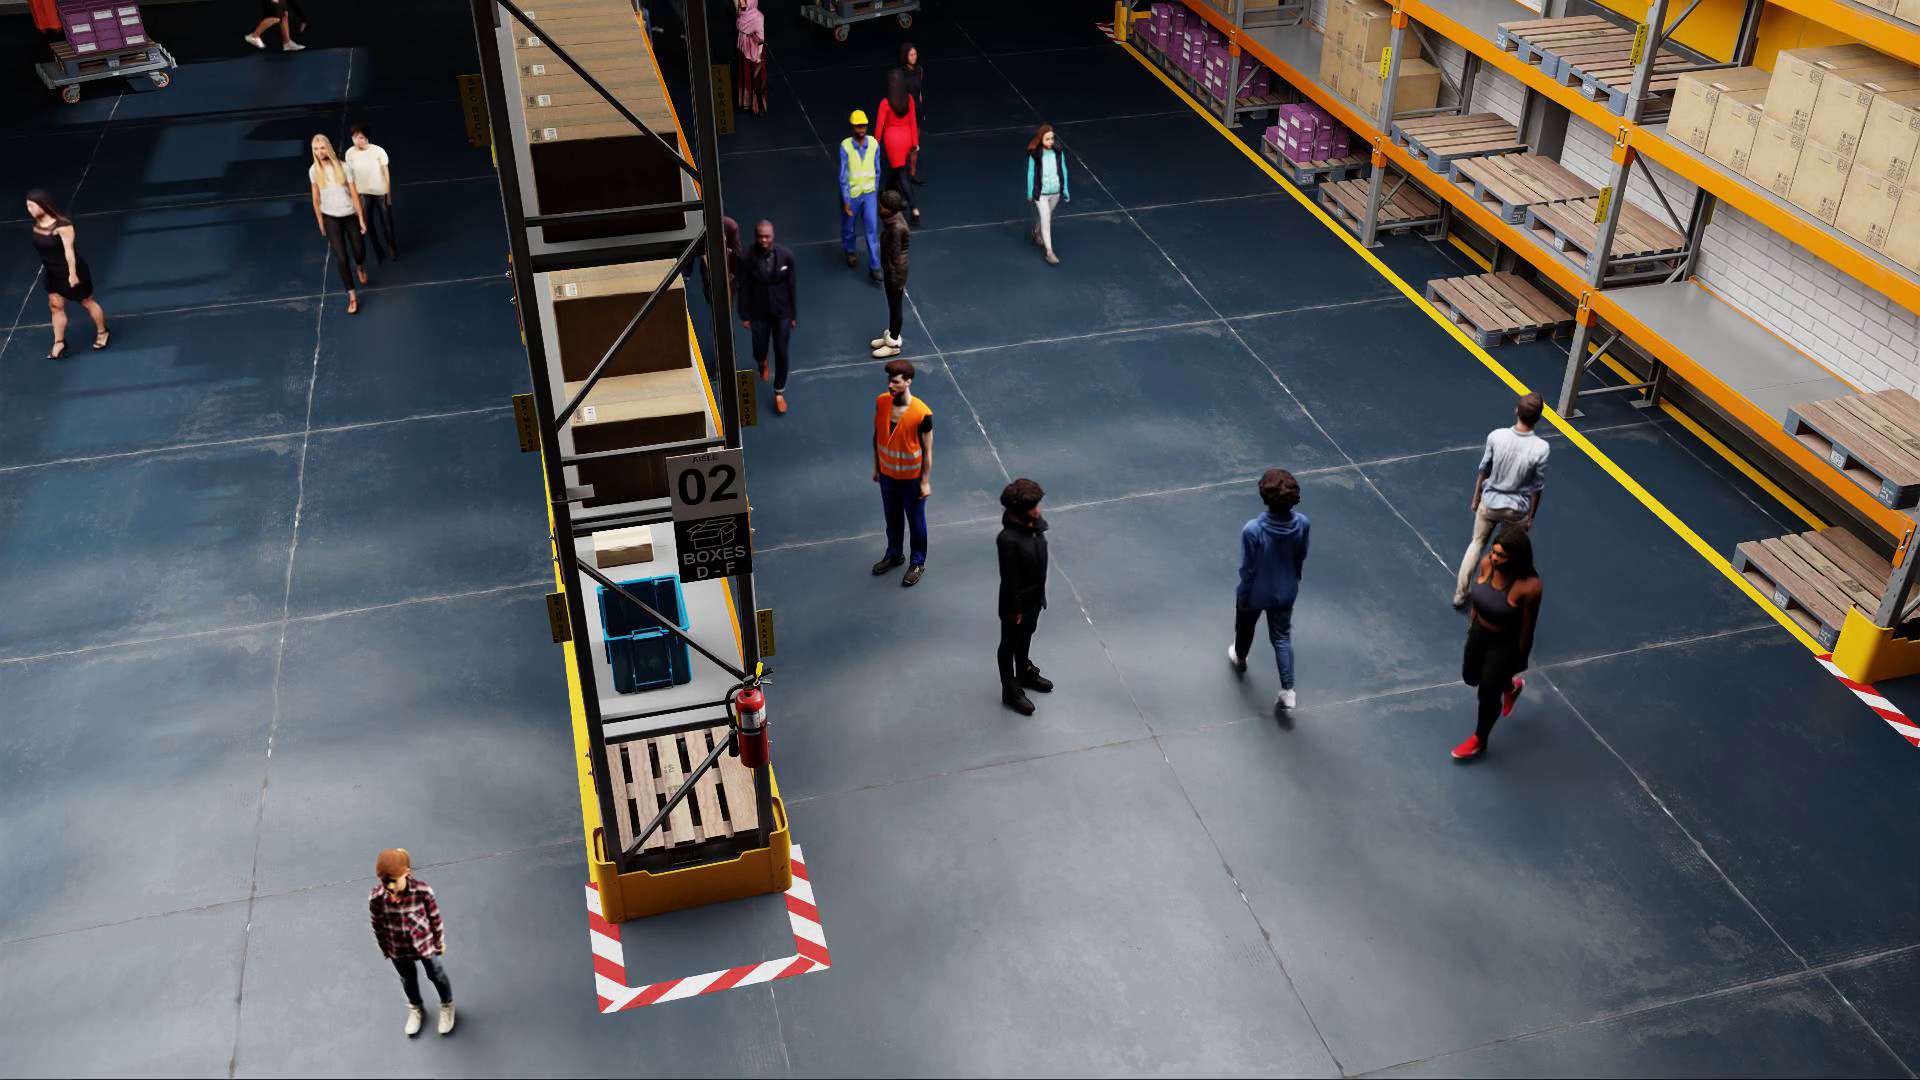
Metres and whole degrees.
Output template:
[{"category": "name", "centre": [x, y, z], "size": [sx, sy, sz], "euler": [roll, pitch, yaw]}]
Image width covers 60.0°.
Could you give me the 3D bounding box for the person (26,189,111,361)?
[{"category": "person", "centre": [-8.533, -2.595, 16.031], "size": [0.955, 1.692, 1.023], "euler": [16, 37, 22]}]

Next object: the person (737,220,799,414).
[{"category": "person", "centre": [-1.728, -2.089, 15.170], "size": [0.766, 1.802, 0.969], "euler": [-4, 34, -6]}]

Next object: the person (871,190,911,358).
[{"category": "person", "centre": [-0.619, -2.585, 16.043], "size": [0.635, 1.662, 0.582], "euler": [10, 35, 15]}]

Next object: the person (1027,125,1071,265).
[{"category": "person", "centre": [0.915, -3.800, 18.045], "size": [0.664, 1.468, 1.018], "euler": [-13, 36, -19]}]

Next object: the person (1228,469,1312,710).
[{"category": "person", "centre": [2.173, 0.374, 11.483], "size": [0.736, 1.781, 1.153], "euler": [-5, 34, -8]}]

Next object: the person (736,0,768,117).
[{"category": "person", "centre": [-2.745, -6.406, 21.813], "size": [0.733, 1.637, 0.826], "euler": [25, 41, 33]}]

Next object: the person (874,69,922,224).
[{"category": "person", "centre": [-0.650, -4.369, 18.705], "size": [0.886, 1.685, 1.196], "euler": [-21, 39, -29]}]

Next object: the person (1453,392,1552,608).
[{"category": "person", "centre": [4.021, -0.230, 12.343], "size": [0.746, 1.836, 0.812], "euler": [19, 38, 26]}]

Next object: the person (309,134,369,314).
[{"category": "person", "centre": [-6.289, -3.266, 16.933], "size": [0.646, 1.810, 0.942], "euler": [-10, 35, -14]}]

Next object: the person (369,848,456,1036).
[{"category": "person", "centre": [-3.013, 2.195, 9.173], "size": [0.541, 1.305, 0.534], "euler": [-5, 34, -7]}]

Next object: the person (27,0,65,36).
[{"category": "person", "centre": [-13.806, -8.471, 24.771], "size": [0.630, 1.802, 0.589], "euler": [-7, 34, -10]}]

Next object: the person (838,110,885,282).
[{"category": "person", "centre": [-1.101, -3.666, 17.569], "size": [0.739, 1.773, 1.197], "euler": [-12, 35, -17]}]

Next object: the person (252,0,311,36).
[{"category": "person", "centre": [-10.053, -8.250, 24.573], "size": [0.877, 1.653, 1.087], "euler": [-1, 34, -1]}]

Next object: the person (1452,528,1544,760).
[{"category": "person", "centre": [3.647, 0.646, 11.064], "size": [0.893, 1.792, 0.979], "euler": [-19, 38, -26]}]

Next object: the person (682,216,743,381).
[{"category": "person", "centre": [-2.227, -2.488, 15.730], "size": [0.933, 1.846, 0.993], "euler": [23, 40, 31]}]

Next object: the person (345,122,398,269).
[{"category": "person", "centre": [-6.295, -3.748, 17.870], "size": [0.629, 1.574, 0.638], "euler": [-8, 34, -11]}]

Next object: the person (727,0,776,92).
[{"category": "person", "centre": [-2.972, -6.915, 22.415], "size": [0.991, 1.818, 1.058], "euler": [7, 34, 11]}]

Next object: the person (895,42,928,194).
[{"category": "person", "centre": [-0.601, -4.991, 19.590], "size": [0.683, 1.741, 0.672], "euler": [27, 42, 34]}]

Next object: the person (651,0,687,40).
[{"category": "person", "centre": [-4.243, -8.210, 24.482], "size": [1.134, 1.689, 1.084], "euler": [18, 38, 25]}]

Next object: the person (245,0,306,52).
[{"category": "person", "centre": [-9.978, -7.894, 23.876], "size": [0.764, 1.831, 0.960], "euler": [-8, 35, -12]}]

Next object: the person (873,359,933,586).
[{"category": "person", "centre": [-0.438, -0.545, 12.768], "size": [0.782, 1.889, 0.853], "euler": [20, 39, 27]}]

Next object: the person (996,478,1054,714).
[{"category": "person", "centre": [0.422, 0.355, 11.511], "size": [0.794, 1.781, 0.737], "euler": [19, 38, 26]}]
